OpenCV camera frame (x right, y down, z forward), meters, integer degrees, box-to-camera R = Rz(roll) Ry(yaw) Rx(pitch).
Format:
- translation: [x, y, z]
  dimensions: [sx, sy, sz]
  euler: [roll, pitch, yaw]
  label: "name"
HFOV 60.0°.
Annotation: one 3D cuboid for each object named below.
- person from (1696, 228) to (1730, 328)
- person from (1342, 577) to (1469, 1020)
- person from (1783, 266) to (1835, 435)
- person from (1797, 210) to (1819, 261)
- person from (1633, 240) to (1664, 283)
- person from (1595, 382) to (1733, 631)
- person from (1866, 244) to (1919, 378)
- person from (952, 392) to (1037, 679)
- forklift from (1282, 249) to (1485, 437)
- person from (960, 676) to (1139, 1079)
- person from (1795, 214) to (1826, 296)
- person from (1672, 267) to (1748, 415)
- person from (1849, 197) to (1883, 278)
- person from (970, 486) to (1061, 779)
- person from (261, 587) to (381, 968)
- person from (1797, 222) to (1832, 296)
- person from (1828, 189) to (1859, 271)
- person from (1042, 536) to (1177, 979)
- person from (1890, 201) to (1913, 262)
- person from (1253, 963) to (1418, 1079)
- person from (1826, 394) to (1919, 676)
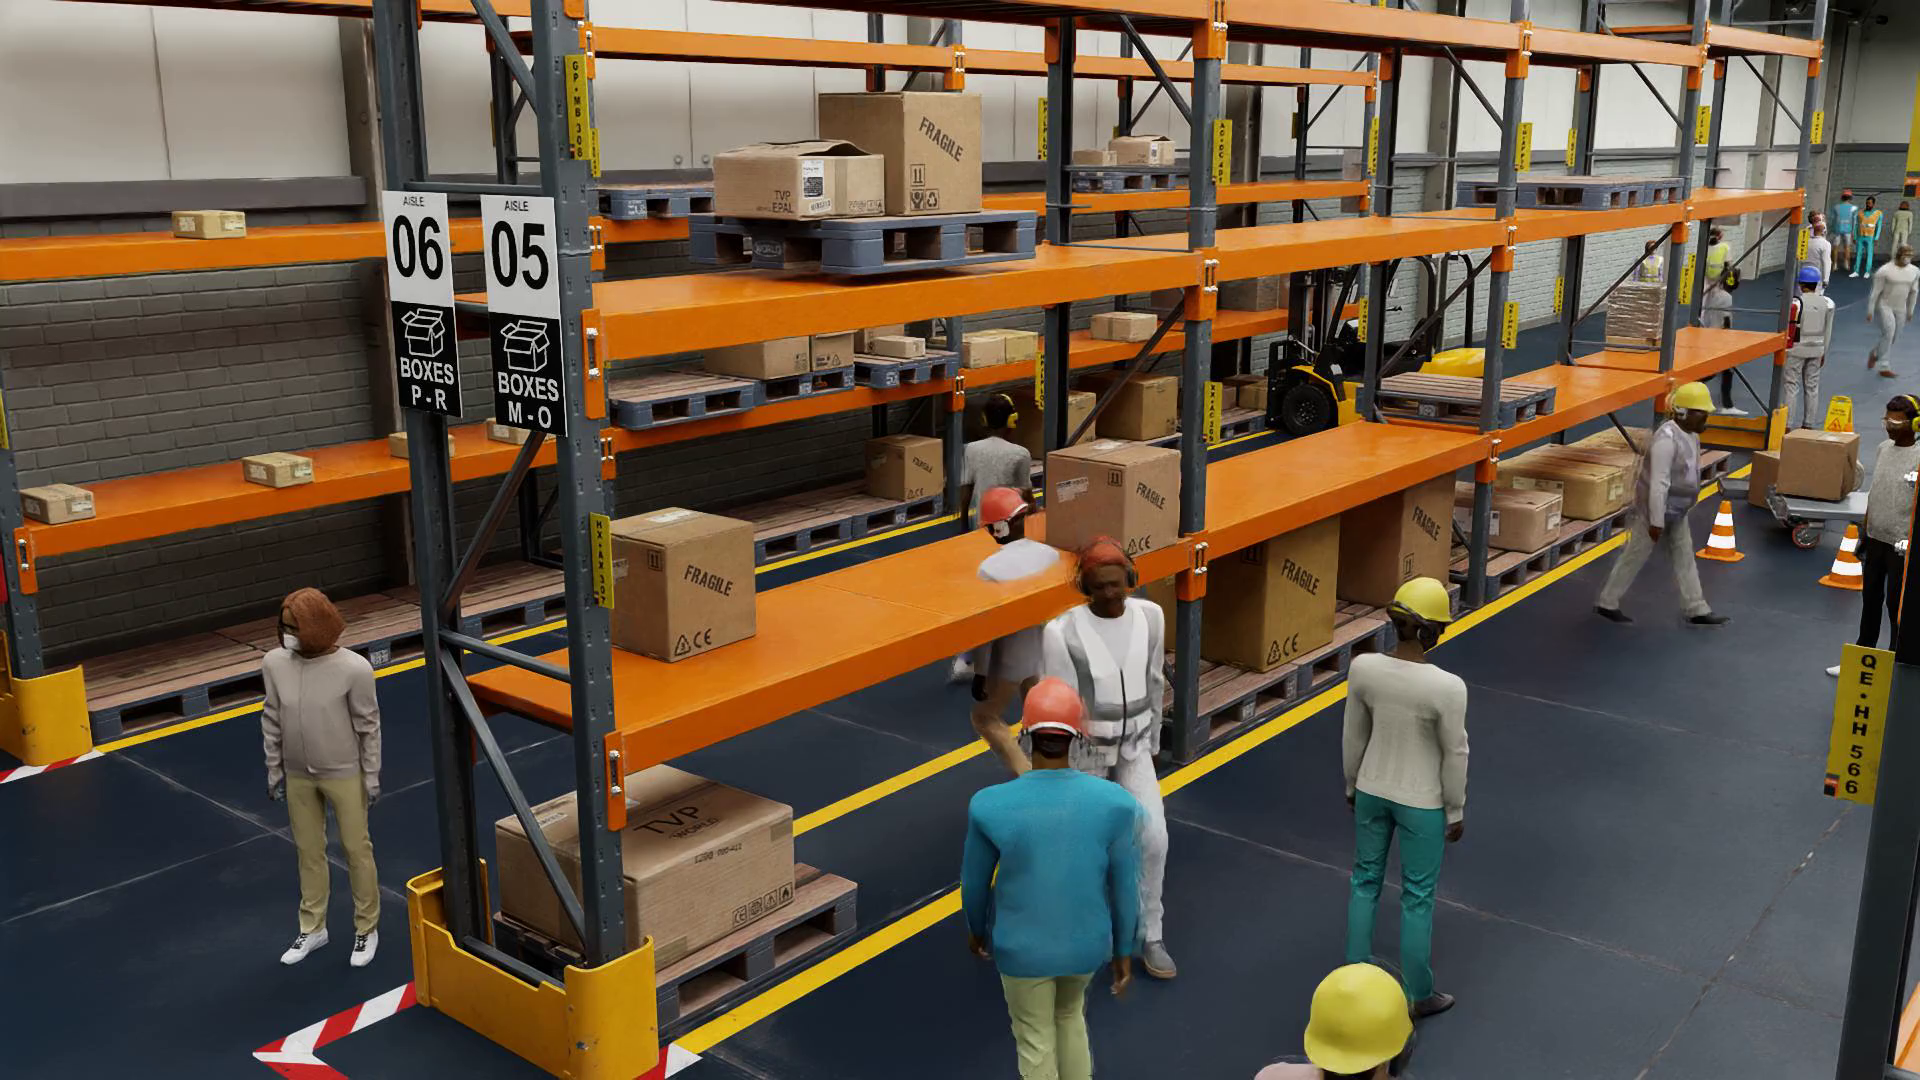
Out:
- translation: [13.285, -4.630, 29.454]
  dimensions: [0.580, 1.783, 0.952]
  euler: [9, 17, 34]
  label: "person"
- translation: [1.750, 1.009, 6.548]
  dimensions: [0.336, 1.759, 0.523]
  euler: [-13, 19, -43]
  label: "person"
- translation: [9.607, -2.138, 18.961]
  dimensions: [0.605, 1.951, 0.380]
  euler: [-2, 14, -6]
  label: "person"
- translation: [17.706, -5.939, 34.682]
  dimensions: [0.520, 1.838, 0.414]
  euler: [-6, 15, -24]
  label: "person"
- translation: [11.713, -4.289, 28.356]
  dimensions: [0.515, 1.641, 0.315]
  euler: [-1, 14, -5]
  label: "person"
- translation: [4.927, -0.224, 11.553]
  dimensions: [0.910, 1.768, 0.600]
  euler: [13, 19, 42]
  label: "person"
- translation: [13.299, -3.302, 23.823]
  dimensions: [0.664, 1.904, 0.855]
  euler: [-1, 14, -3]
  label: "person"
- translation: [0.242, -0.037, 10.692]
  dimensions: [0.515, 1.826, 0.986]
  euler: [13, 19, 42]
  label: "person"
- translation: [4.886, -2.214, 18.767]
  dimensions: [2.313, 2.155, 1.214]
  euler: [11, 18, 38]
  label: "forklift"
- translation: [0.280, 1.290, 5.465]
  dimensions: [0.552, 1.723, 0.541]
  euler: [-4, 14, -16]
  label: "person"
- translation: [16.310, -5.267, 31.820]
  dimensions: [0.397, 1.898, 0.645]
  euler: [-1, 14, -5]
  label: "person"
- translation: [9.271, -2.440, 20.439]
  dimensions: [0.866, 1.839, 0.521]
  euler: [5, 15, 19]
  label: "person"
- translation: [21.744, -7.260, 39.883]
  dimensions: [0.392, 1.919, 0.590]
  euler: [-11, 18, -38]
  label: "person"
- translation: [0.274, 0.582, 8.358]
  dimensions: [0.445, 1.716, 0.660]
  euler: [12, 18, 41]
  label: "person"
- translation: [-2.641, 0.983, 6.904]
  dimensions: [0.498, 1.633, 0.283]
  euler: [2, 14, 8]
  label: "person"
- translation: [14.899, -4.576, 28.978]
  dimensions: [0.407, 1.905, 0.655]
  euler: [-5, 15, -18]
  label: "person"
- translation: [22.026, -7.719, 41.525]
  dimensions: [0.616, 2.028, 0.463]
  euler: [6, 15, 22]
  label: "person"
- translation: [0.637, 0.901, 6.760]
  dimensions: [0.587, 1.862, 0.696]
  euler: [-6, 15, -23]
  label: "person"
- translation: [25.094, -8.210, 44.339]
  dimensions: [0.500, 1.633, 0.280]
  euler: [13, 19, 42]
  label: "person"
- translation: [0.836, 1.724, 3.694]
  dimensions: [0.537, 1.737, 0.771]
  euler: [12, 18, 40]
  label: "person"
- translation: [5.796, 0.014, 10.379]
  dimensions: [0.329, 1.865, 0.515]
  euler: [-3, 14, -12]
  label: "person"
